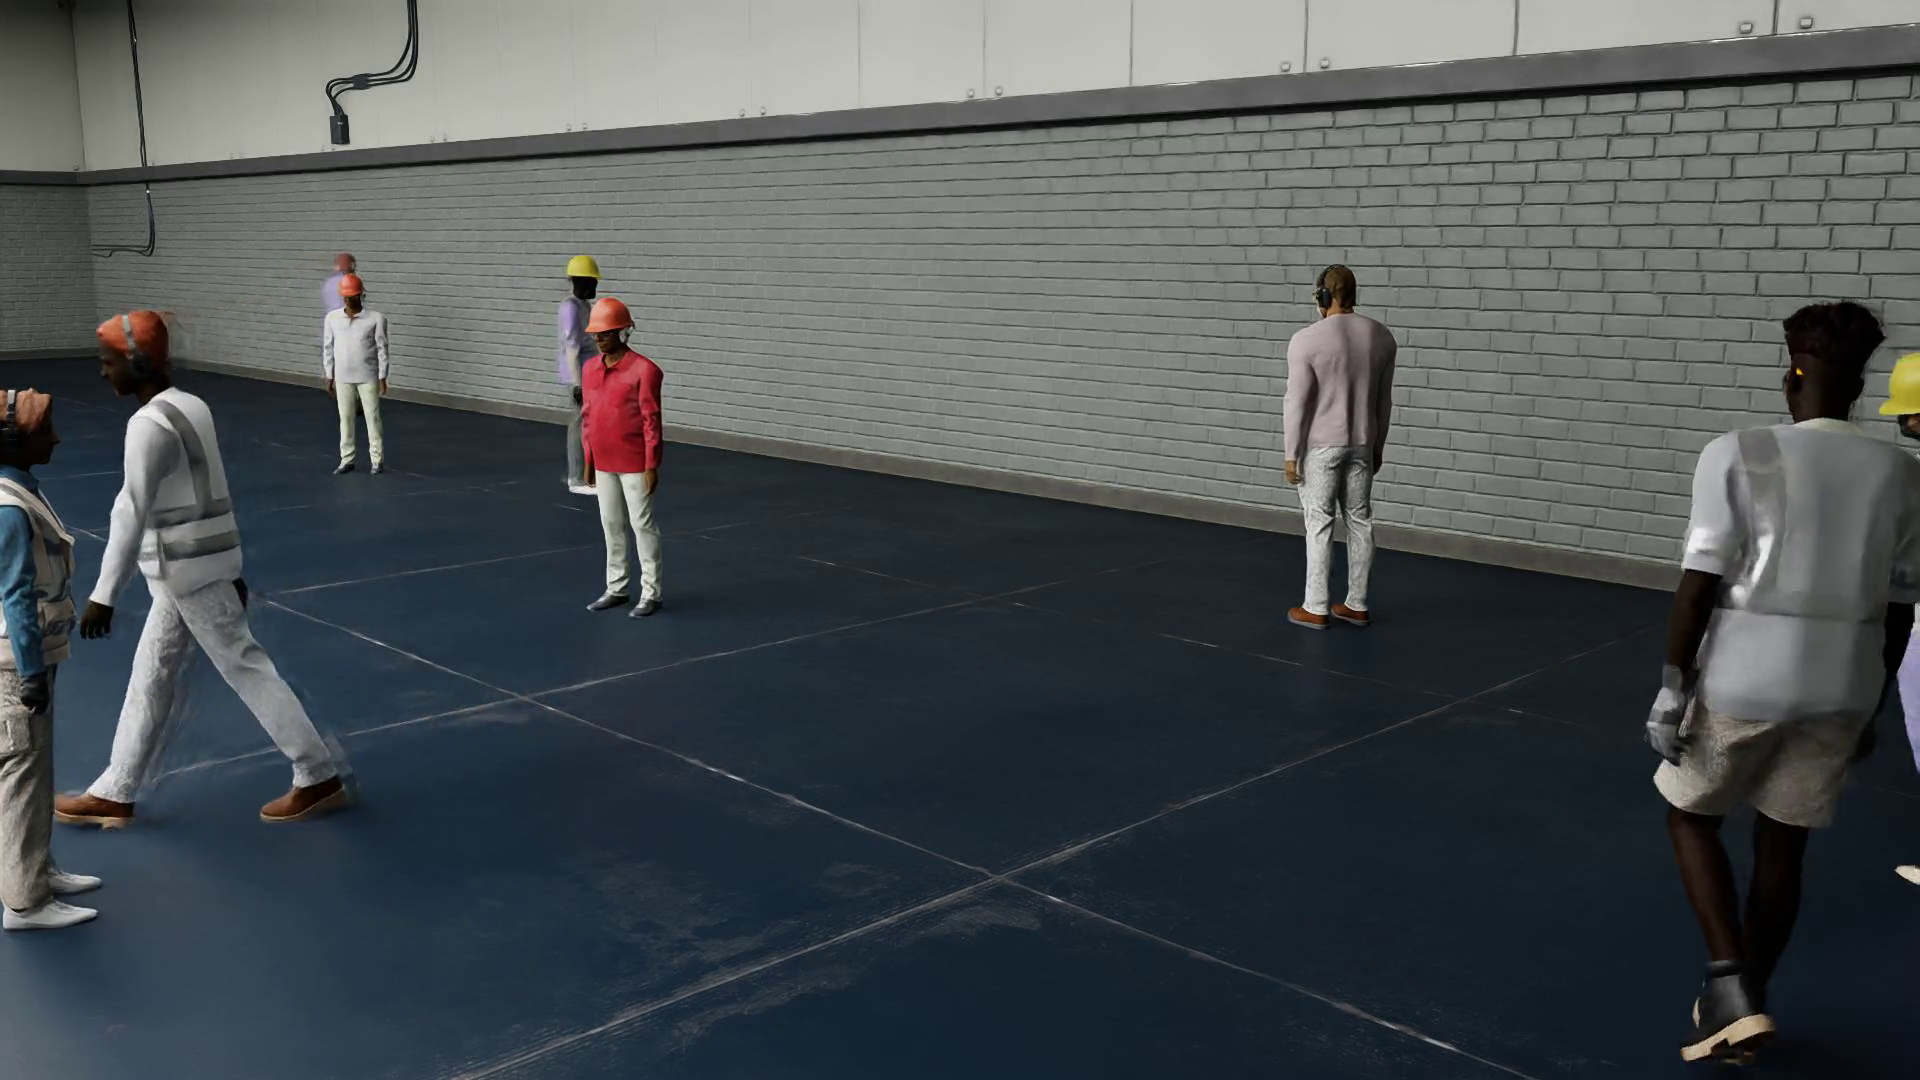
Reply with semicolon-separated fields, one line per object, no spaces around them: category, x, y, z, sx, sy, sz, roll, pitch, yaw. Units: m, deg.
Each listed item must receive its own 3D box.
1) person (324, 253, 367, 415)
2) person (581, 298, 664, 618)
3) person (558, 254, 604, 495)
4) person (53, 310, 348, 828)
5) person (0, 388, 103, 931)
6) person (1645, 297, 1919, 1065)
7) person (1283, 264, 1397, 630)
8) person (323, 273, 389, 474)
person;-7.048;-2.371;19.244;0.674;1.875;0.401;7;13;34
person;-1.866;-0.446;9.091;0.570;1.744;0.353;7;12;32
person;-3.027;-1.327;13.406;0.380;1.928;0.594;0;10;-1
person;-2.684;0.124;5.785;1.025;1.835;0.593;-3;11;-15
person;-2.815;0.358;5.017;0.315;1.629;0.509;-6;12;-28
person;2.039;0.371;4.127;0.669;1.929;0.578;0;10;2
person;1.984;-0.481;8.786;0.629;1.931;0.372;-4;11;-19
person;-5.263;-1.441;14.495;0.560;1.749;0.329;0;10;-2
